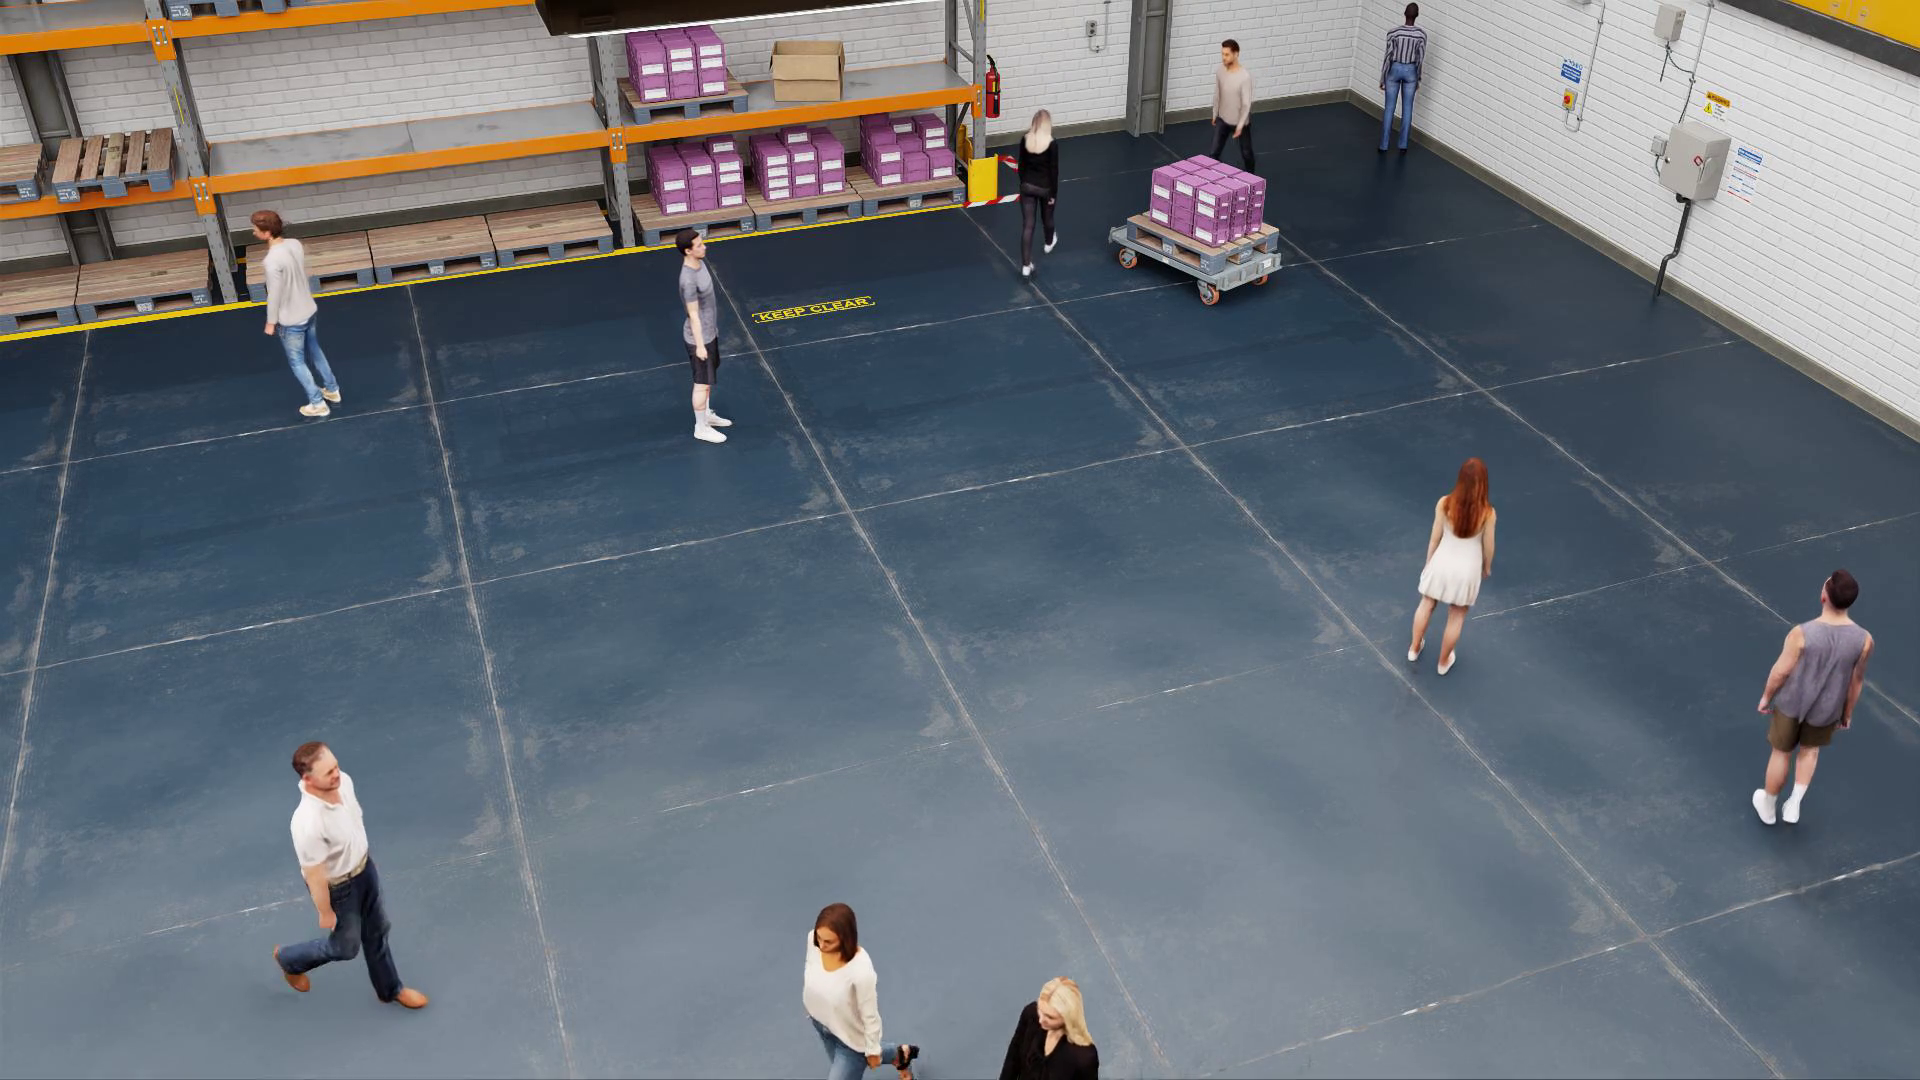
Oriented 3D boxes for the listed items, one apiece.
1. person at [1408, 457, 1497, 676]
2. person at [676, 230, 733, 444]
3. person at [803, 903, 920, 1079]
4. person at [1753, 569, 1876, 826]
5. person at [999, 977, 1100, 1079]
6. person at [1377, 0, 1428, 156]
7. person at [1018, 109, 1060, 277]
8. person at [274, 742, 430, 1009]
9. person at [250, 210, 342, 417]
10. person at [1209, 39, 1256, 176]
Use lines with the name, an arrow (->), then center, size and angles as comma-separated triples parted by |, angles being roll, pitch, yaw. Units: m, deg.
person -> 3.337, 0.216, 11.195 | 0.711, 1.707, 0.761 | 17, 37, 24
person -> -2.191, -1.739, 13.987 | 0.689, 1.871, 0.729 | 1, 34, 2
person -> -0.494, 2.316, 8.083 | 1.076, 1.654, 0.890 | -29, 43, -36
person -> 5.037, 1.010, 9.836 | 0.725, 1.834, 0.832 | 8, 34, 12
person -> 0.493, 2.582, 7.542 | 1.058, 1.810, 0.801 | -22, 40, -30
person -> 5.207, -5.430, 19.609 | 0.637, 1.795, 0.772 | 4, 34, 6
person -> 0.750, -3.471, 16.810 | 1.158, 1.632, 1.143 | 10, 35, 15
person -> -3.339, 1.774, 8.737 | 1.164, 1.833, 0.984 | 5, 34, 8
person -> -5.660, -1.917, 14.242 | 0.781, 1.885, 0.789 | 8, 34, 12
person -> 3.078, -4.625, 18.393 | 1.076, 1.800, 1.201 | 17, 37, 24
